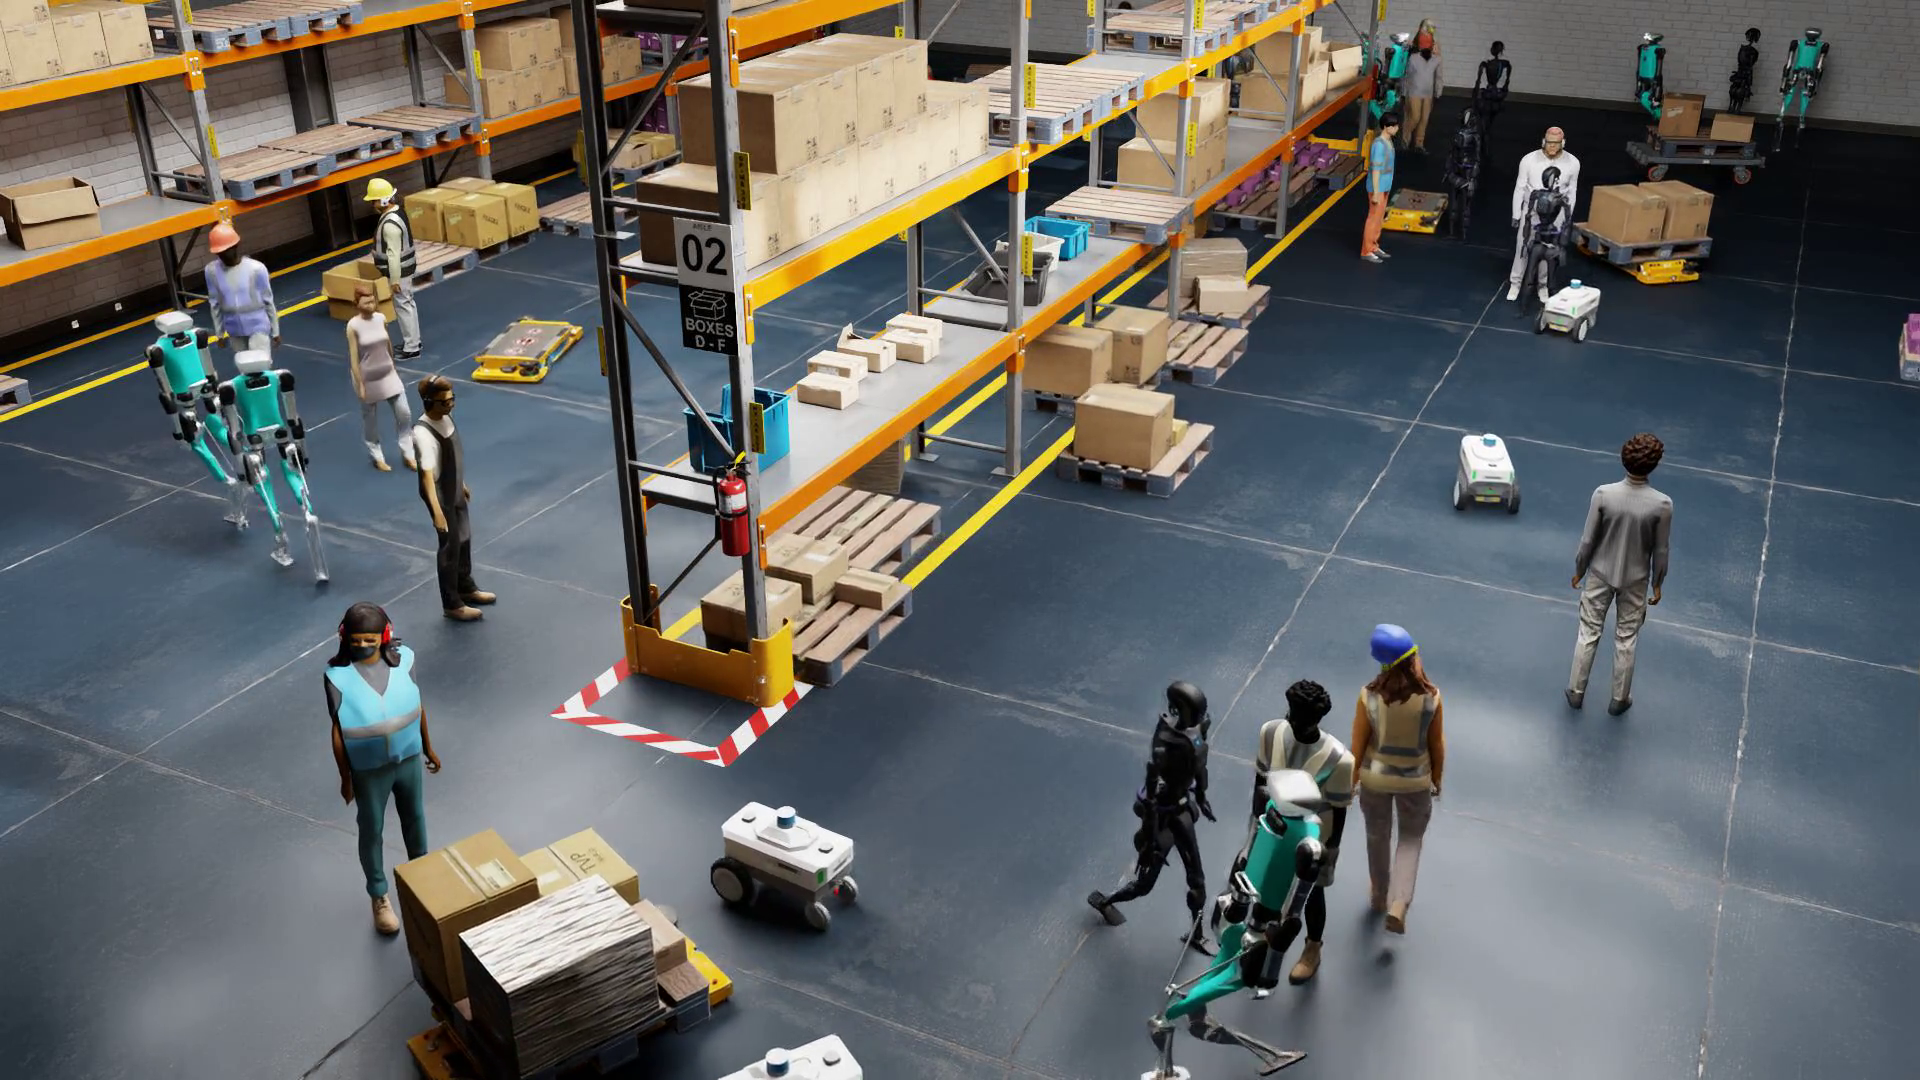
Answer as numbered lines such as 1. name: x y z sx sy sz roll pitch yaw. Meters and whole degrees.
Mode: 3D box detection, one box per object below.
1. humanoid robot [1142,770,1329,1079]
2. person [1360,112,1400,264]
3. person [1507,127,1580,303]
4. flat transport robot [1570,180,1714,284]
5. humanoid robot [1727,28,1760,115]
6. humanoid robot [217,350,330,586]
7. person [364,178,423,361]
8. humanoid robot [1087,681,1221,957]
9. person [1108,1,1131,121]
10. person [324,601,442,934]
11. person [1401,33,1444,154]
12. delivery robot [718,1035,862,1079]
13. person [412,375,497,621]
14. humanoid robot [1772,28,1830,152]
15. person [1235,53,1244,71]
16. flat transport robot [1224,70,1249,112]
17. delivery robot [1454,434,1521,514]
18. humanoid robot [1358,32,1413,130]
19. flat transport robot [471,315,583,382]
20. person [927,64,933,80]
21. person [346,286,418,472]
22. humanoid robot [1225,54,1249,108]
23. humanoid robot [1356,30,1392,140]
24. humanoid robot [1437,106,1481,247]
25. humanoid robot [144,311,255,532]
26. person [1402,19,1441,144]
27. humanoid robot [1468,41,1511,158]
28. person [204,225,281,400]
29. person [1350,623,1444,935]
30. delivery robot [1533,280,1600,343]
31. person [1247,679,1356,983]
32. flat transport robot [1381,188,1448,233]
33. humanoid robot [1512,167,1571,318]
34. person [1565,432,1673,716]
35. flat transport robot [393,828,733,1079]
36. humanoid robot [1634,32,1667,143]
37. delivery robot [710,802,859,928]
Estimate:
1. humanoid robot: 1.132 1.829 7.430 1.011 1.706 0.535 -7 27 -14
2. person: 4.917 -4.112 19.408 0.344 1.760 0.497 12 29 23
3. person: 6.317 -3.519 18.042 0.652 1.906 0.411 6 27 11
4. flat transport robot: 7.915 -3.299 19.442 0.659 0.231 1.431 -6 27 -12
5. humanoid robot: 11.732 -6.830 24.970 0.315 1.659 0.599 4 27 8
6. humanoid robot: -4.922 -0.457 12.098 0.534 1.789 0.980 -19 32 -33
7. person: -5.571 -2.671 16.430 0.403 1.821 0.596 -5 27 -10
8. humanoid robot: 1.035 1.375 8.468 0.735 1.627 0.611 19 32 33
9. person: 2.572 -7.645 26.494 0.514 1.800 0.821 7 27 15
10. person: -2.986 1.150 8.655 0.524 1.866 0.396 -20 33 -35
11. person: 6.744 -6.502 24.258 0.546 1.734 0.395 -7 27 -14
12. delivery robot: -0.822 2.526 7.364 0.781 0.605 0.499 -14 30 -27
13. person: -3.571 -0.293 11.611 0.367 1.834 0.517 2 26 4
14. humanoid robot: 12.332 -6.557 24.417 0.591 1.786 0.852 8 28 16
15. person: 4.658 -8.645 28.428 0.973 1.884 0.535 17 31 30
16. flat transport robot: 4.870 -6.993 26.903 1.431 0.231 0.659 21 33 36
17. delivery robot: 4.300 -0.555 13.598 0.499 0.614 0.815 4 27 7
18. humanoid robot: 6.154 -6.512 24.345 0.540 1.845 0.701 -19 32 -33
19. flat transport robot: -4.317 -1.914 16.643 0.659 0.231 1.431 3 26 6
20. person: -0.342 -5.295 21.741 0.432 1.805 0.591 -21 33 -36
21. person: -4.841 -1.308 13.871 0.652 1.637 0.437 23 35 39
22. humanoid robot: 3.954 -6.534 24.403 0.584 1.638 0.399 4 27 8
23. humanoid robot: 6.108 -6.476 24.224 0.537 1.783 0.870 -24 35 -39
24. humanoid robot: 6.056 -4.386 20.038 0.315 1.654 0.599 -9 28 -18
25. humanoid robot: -5.757 -0.816 12.910 0.725 1.907 0.543 12 29 23
26. person: 6.807 -6.765 24.650 0.589 1.856 0.559 10 28 19
27. humanoid robot: 7.719 -6.415 24.200 0.599 1.638 0.701 -6 27 -12
28. person: -6.335 -1.911 14.807 0.554 1.910 0.771 -2 26 -5
29. person: 2.234 1.258 8.569 0.489 1.737 0.593 7 27 13
30. delivery robot: 6.357 -2.409 17.305 0.499 0.579 0.753 21 33 36
31. person: 1.677 1.428 8.292 0.535 1.691 0.318 21 33 36
32. flat transport robot: 5.836 -4.217 21.297 0.659 0.231 1.431 10 28 19
33. humanoid robot: 6.218 -3.128 17.566 0.654 1.643 0.590 -17 31 -31
34. person: 4.148 0.232 10.475 0.546 1.896 0.374 11 28 21
35. flat transport robot: -1.895 2.297 8.138 1.431 0.231 0.659 -20 32 -34
36. humanoid robot: 10.264 -6.486 24.288 0.890 1.824 0.555 -7 27 -14
37. delivery robot: -0.941 1.715 8.999 0.805 0.601 0.499 15 30 28
